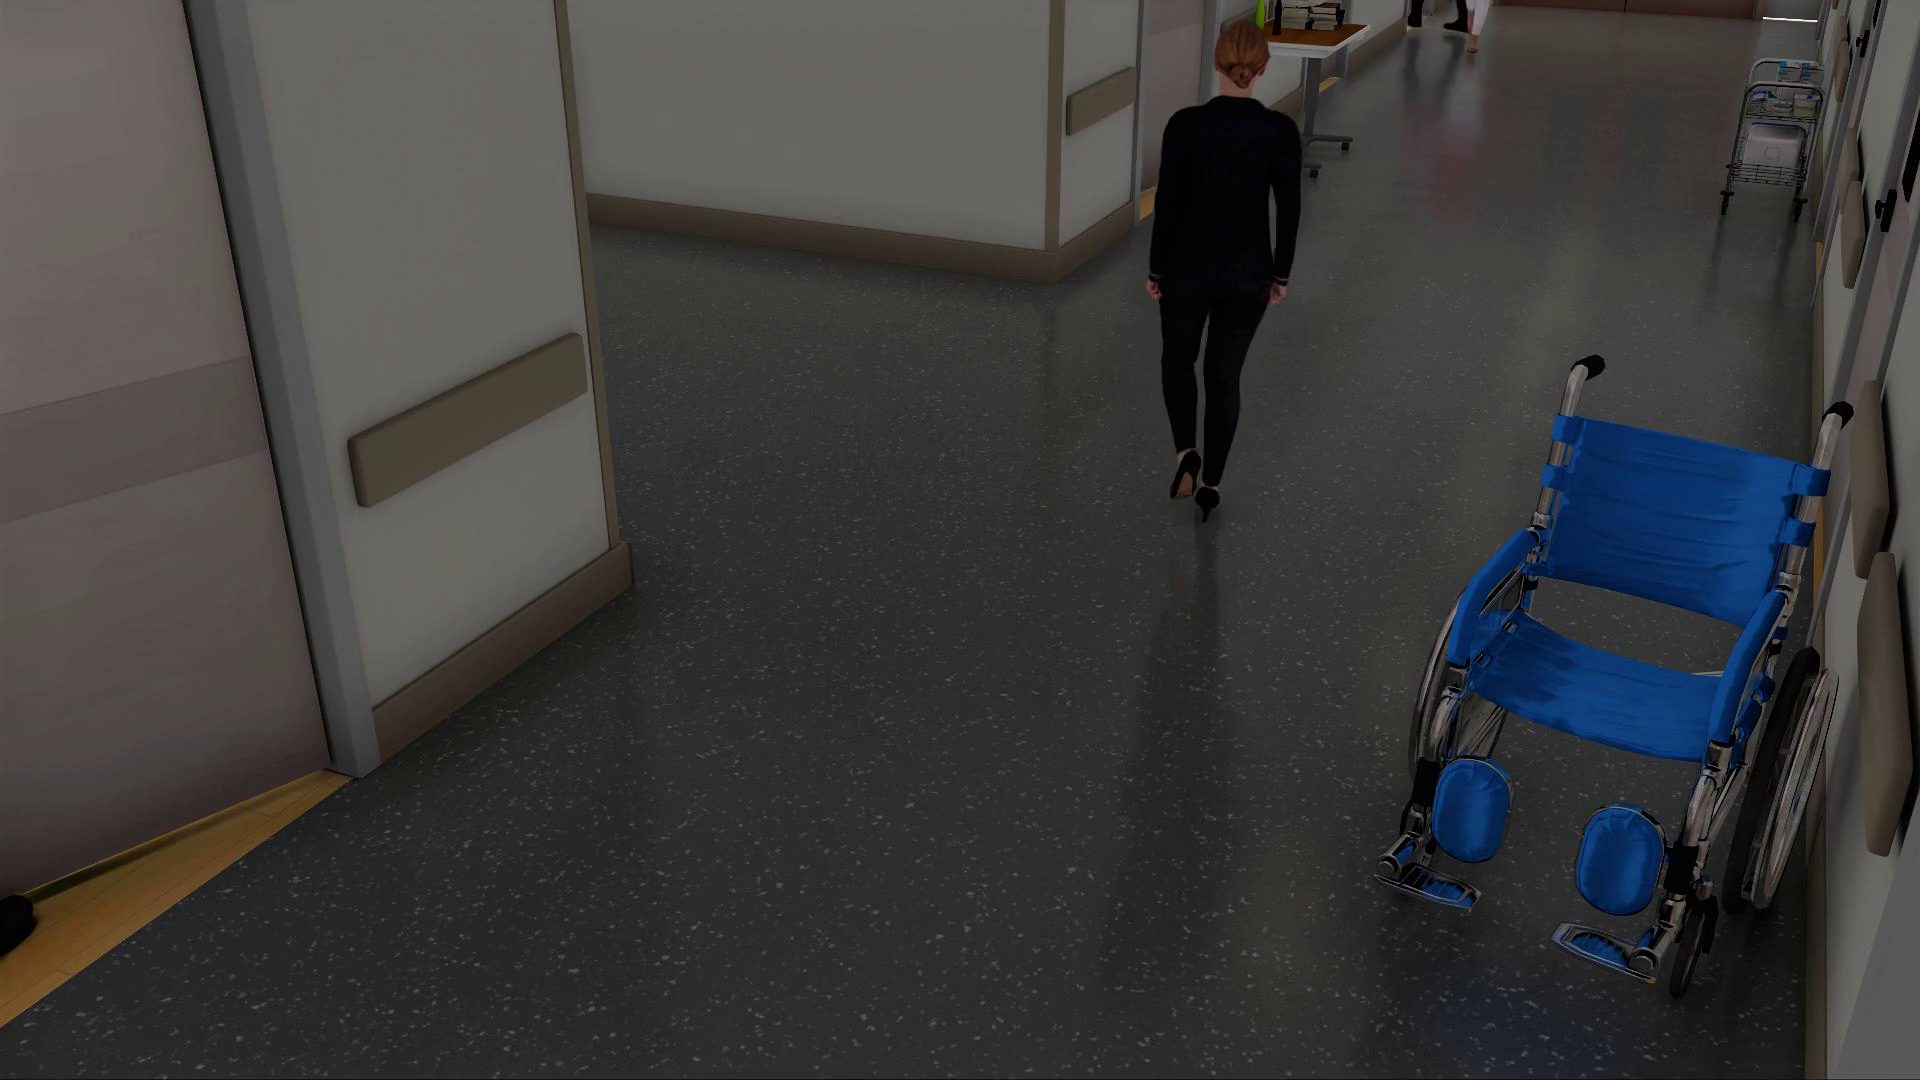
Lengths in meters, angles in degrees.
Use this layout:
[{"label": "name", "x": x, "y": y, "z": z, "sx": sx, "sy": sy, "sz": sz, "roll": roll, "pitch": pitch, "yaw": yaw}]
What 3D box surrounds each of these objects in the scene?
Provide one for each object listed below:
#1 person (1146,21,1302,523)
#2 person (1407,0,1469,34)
[{"label": "person", "x": 0.847, "y": -0.816, "z": 5.465, "sx": 0.734, "sy": 1.675, "sz": 0.751, "roll": 2, "pitch": 26, "yaw": 5}, {"label": "person", "x": 4.442, "y": -5.423, "z": 15.060, "sx": 0.820, "sy": 1.637, "sz": 0.922, "roll": 23, "pitch": 34, "yaw": 39}]
